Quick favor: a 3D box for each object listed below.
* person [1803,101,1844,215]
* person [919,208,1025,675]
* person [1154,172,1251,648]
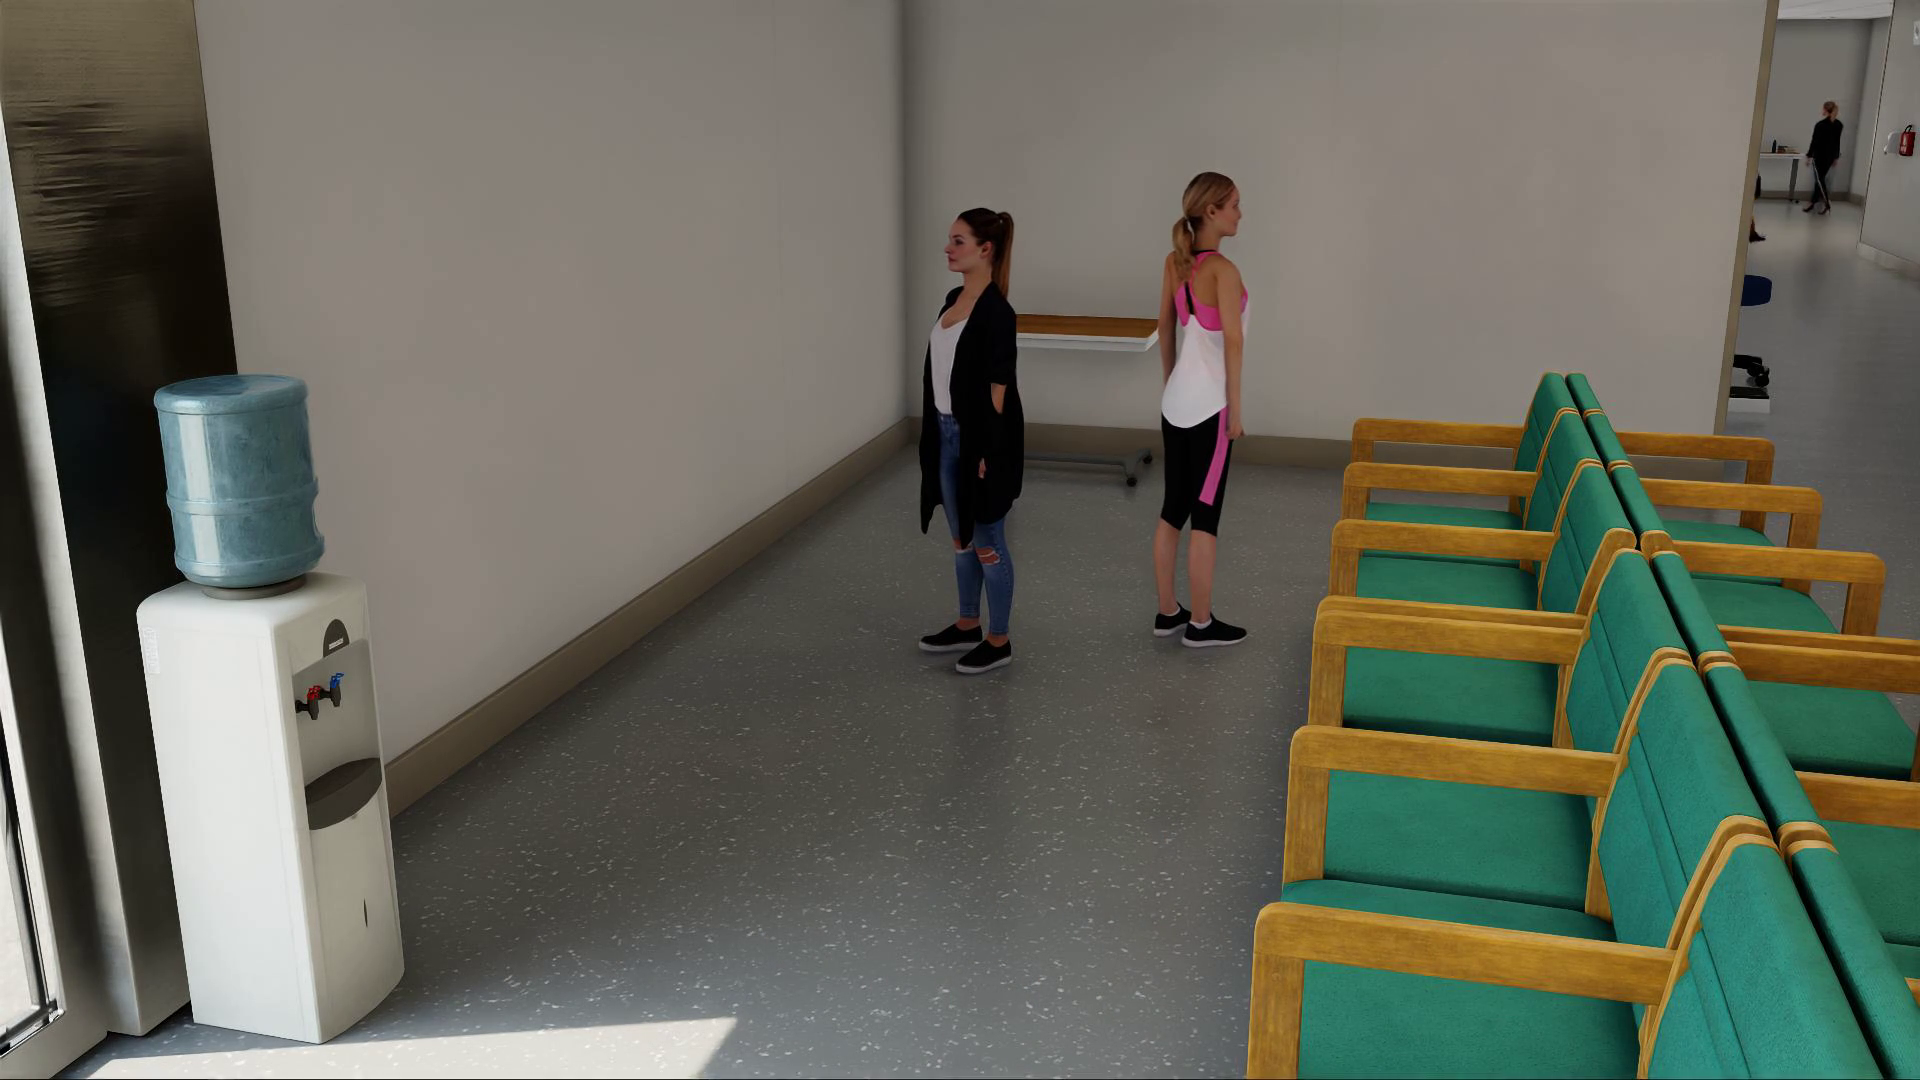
[{"bbox_3d":[13.152,-5.768,25.257,0.963,1.677,0.936,-3,16,-11],"label":"person"},{"bbox_3d":[0.062,-0.360,6.062,0.767,1.684,0.714,-8,18,-27],"label":"person"},{"bbox_3d":[0.895,-0.484,6.312,0.726,1.786,0.669,-9,18,-28],"label":"person"}]
